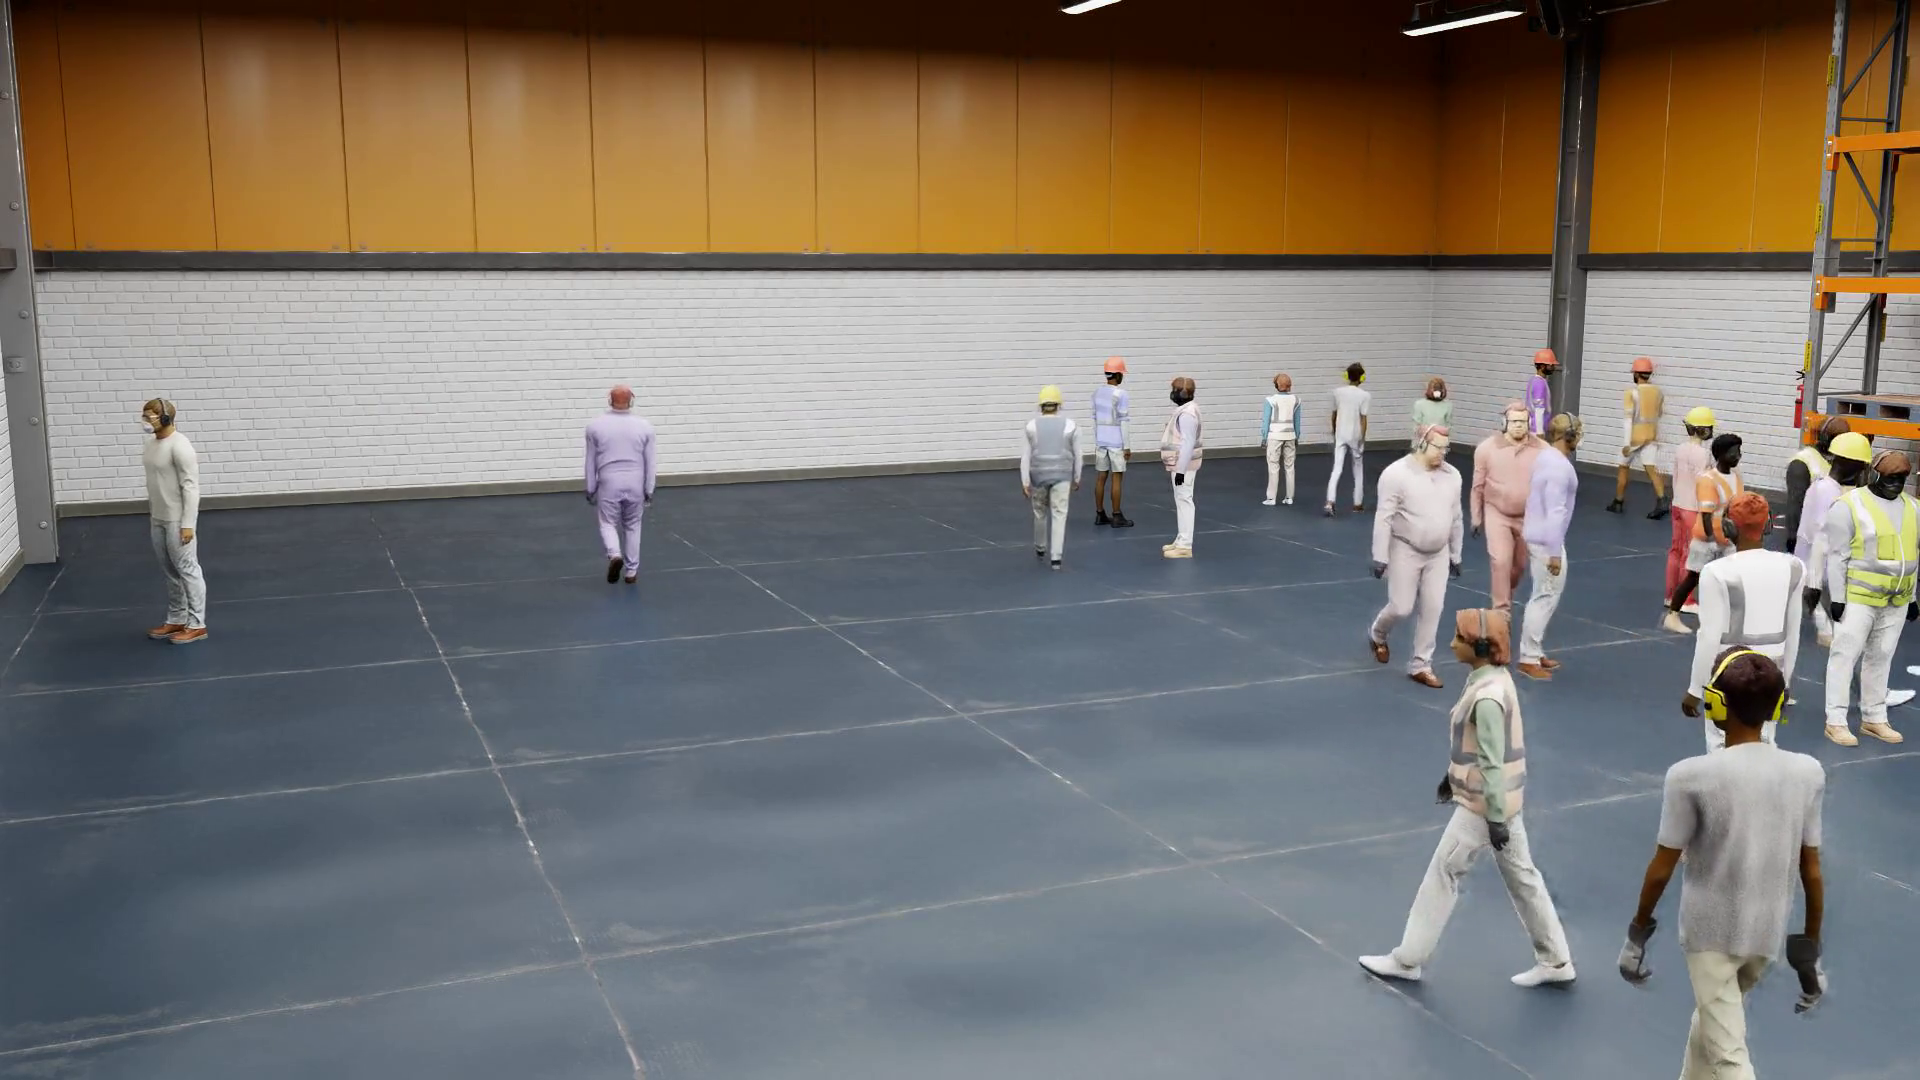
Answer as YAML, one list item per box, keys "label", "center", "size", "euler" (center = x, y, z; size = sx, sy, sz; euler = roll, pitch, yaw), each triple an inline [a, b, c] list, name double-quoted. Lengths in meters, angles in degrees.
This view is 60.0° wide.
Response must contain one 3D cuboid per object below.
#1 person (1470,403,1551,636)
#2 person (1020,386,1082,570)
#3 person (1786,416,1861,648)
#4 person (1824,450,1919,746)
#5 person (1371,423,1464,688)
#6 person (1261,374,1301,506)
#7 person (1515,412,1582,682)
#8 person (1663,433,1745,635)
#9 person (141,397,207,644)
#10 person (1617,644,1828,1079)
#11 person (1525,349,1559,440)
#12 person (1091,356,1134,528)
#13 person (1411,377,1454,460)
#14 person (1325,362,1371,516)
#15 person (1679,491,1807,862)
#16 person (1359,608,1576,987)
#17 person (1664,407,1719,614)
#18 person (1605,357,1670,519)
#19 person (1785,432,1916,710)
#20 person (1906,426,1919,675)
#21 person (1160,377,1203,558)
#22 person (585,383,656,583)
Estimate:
- label: "person"
  center: [4.513, -0.204, 13.622]
  size: [0.658, 1.873, 0.916]
  euler: [1, 9, 7]
- label: "person"
  center: [0.900, -0.624, 16.421]
  size: [0.595, 1.784, 0.947]
  euler: [1, 9, 5]
- label: "person"
  center: [6.744, -0.092, 13.114]
  size: [0.667, 1.810, 0.833]
  euler: [-3, 10, -18]
- label: "person"
  center: [5.669, 0.357, 10.303]
  size: [0.621, 1.838, 0.429]
  euler: [-2, 10, -12]
- label: "person"
  center: [3.219, 0.084, 11.845]
  size: [0.692, 1.875, 0.654]
  euler: [-3, 10, -17]
- label: "person"
  center: [3.968, -1.233, 20.551]
  size: [0.515, 1.635, 0.313]
  euler: [-3, 10, -18]
- label: "person"
  center: [4.241, 0.039, 11.983]
  size: [0.415, 1.922, 0.673]
  euler: [2, 9, 9]
- label: "person"
  center: [6.005, -0.020, 13.146]
  size: [0.541, 1.646, 0.854]
  euler: [-6, 11, -31]
- label: "person"
  center: [-6.196, -0.154, 13.086]
  size: [0.629, 1.939, 0.371]
  euler: [8, 12, 39]
- label: "person"
  center: [2.341, 1.222, 5.113]
  size: [0.542, 1.819, 0.973]
  euler: [-2, 10, -10]
- label: "person"
  center: [7.179, -1.396, 20.611]
  size: [0.379, 1.938, 0.547]
  euler: [2, 10, 12]
- label: "person"
  center: [1.735, -1.110, 18.876]
  size: [0.364, 1.939, 0.542]
  euler: [-8, 12, -40]
- label: "person"
  center: [5.766, -1.196, 20.370]
  size: [0.509, 1.613, 0.609]
  euler: [1, 9, 6]
- label: "person"
  center: [4.609, -1.197, 19.776]
  size: [0.513, 1.827, 0.949]
  euler: [5, 11, 27]
- label: "person"
  center: [3.798, 0.695, 8.096]
  size: [0.573, 1.886, 0.353]
  euler: [-2, 10, -14]
- label: "person"
  center: [2.138, 1.059, 6.782]
  size: [0.854, 1.594, 0.518]
  euler: [4, 10, 22]
- label: "person"
  center: [6.263, -0.254, 14.213]
  size: [0.314, 1.769, 0.524]
  euler: [0, 9, -3]
- label: "person"
  center: [8.063, -1.197, 19.588]
  size: [0.557, 1.902, 0.974]
  euler: [-2, 10, -14]
- label: "person"
  center: [5.811, 0.218, 11.048]
  size: [1.018, 1.861, 0.605]
  euler: [4, 10, 21]
- label: "person"
  center: [6.995, 0.076, 11.809]
  size: [0.638, 1.892, 0.466]
  euler: [-5, 10, -26]
- label: "person"
  center: [2.251, -0.742, 16.935]
  size: [0.429, 1.846, 0.626]
  euler: [1, 9, 7]
- label: "person"
  center: [-3.122, -0.500, 15.344]
  size: [0.651, 1.883, 0.591]
  euler: [-3, 10, -16]
